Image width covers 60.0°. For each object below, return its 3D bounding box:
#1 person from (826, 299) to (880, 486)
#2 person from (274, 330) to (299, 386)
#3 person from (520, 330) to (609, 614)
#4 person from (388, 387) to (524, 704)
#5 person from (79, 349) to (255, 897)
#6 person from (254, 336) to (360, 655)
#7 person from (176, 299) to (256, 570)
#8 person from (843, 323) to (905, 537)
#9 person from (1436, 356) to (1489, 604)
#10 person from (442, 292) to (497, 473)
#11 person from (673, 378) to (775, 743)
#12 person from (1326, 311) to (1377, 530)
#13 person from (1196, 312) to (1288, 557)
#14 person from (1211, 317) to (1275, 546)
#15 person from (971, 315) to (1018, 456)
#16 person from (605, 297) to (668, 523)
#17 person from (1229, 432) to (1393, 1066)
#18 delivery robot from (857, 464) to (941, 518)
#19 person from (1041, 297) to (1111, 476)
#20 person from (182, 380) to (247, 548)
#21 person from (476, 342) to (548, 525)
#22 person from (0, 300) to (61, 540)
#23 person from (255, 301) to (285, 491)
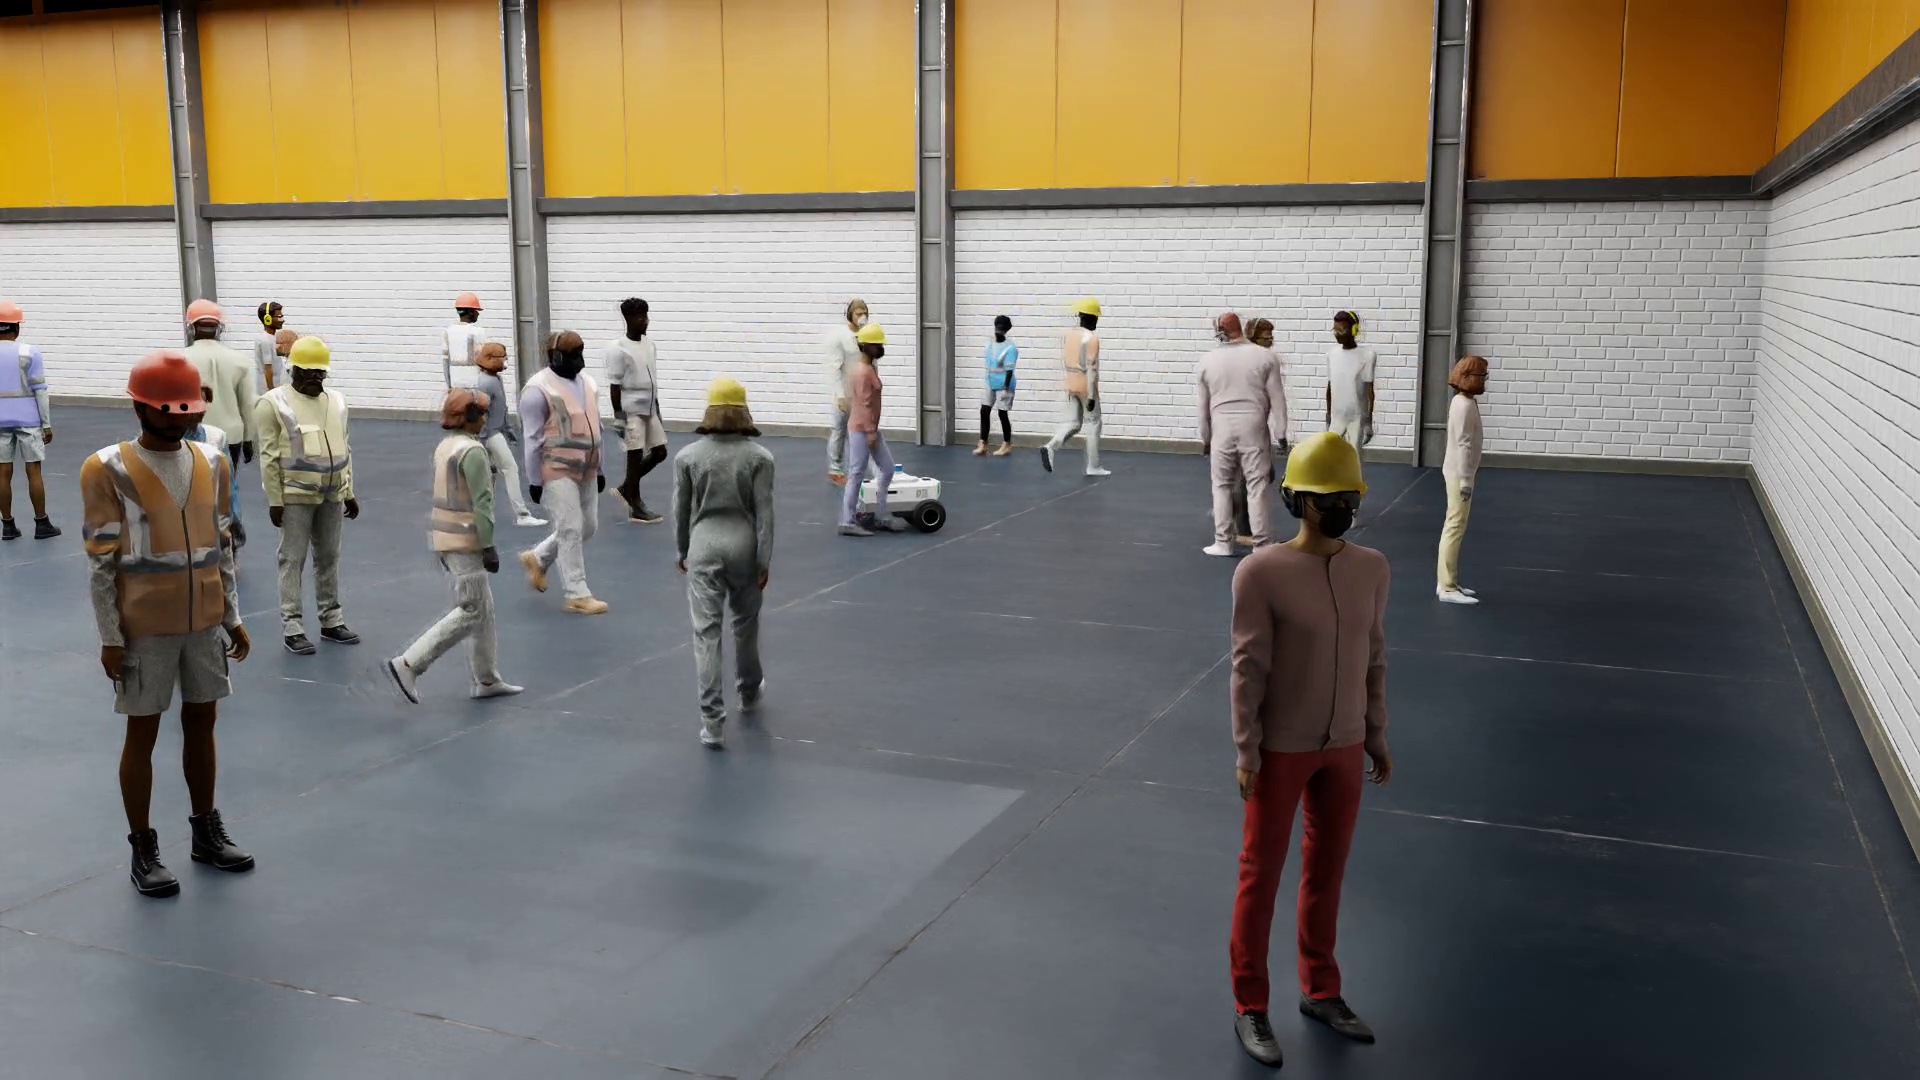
[{"bbox_3d":[-1.016,-1.432,16.487,0.632,1.884,1.033,-6,11,-33],"label":"person"},{"bbox_3d":[-6.263,-1.153,15.565,0.341,1.620,0.520,-3,10,-17],"label":"person"},{"bbox_3d":[-2.577,-0.445,10.699,0.690,1.819,0.628,5,10,26],"label":"person"},{"bbox_3d":[-2.566,0.045,8.370,0.637,1.611,0.555,-6,11,-31],"label":"person"},{"bbox_3d":[-2.806,0.286,5.948,0.375,1.928,0.542,7,11,35],"label":"person"},{"bbox_3d":[-3.743,-0.266,9.617,0.404,1.821,0.587,6,11,33],"label":"person"},{"bbox_3d":[-5.406,-0.743,12.027,0.469,1.977,0.638,9,13,43],"label":"person"},{"bbox_3d":[-0.682,-0.887,13.582,0.640,1.743,0.557,1,9,6],"label":"person"},{"bbox_3d":[3.332,-0.403,11.013,0.266,1.631,0.507,2,10,14],"label":"person"},{"bbox_3d":[-5.241,-1.669,17.772,0.551,1.933,0.369,4,10,21],"label":"person"},{"bbox_3d":[-1.123,0.075,7.950,0.505,1.675,0.922,0,9,-1],"label":"person"},{"bbox_3d":[3.270,-0.992,13.963,0.532,1.843,0.427,7,12,37],"label":"person"},{"bbox_3d":[2.199,-0.789,12.657,0.797,1.875,0.406,3,10,18],"label":"person"},{"bbox_3d":[2.283,-0.848,13.167,0.446,1.820,0.511,4,10,25],"label":"person"},{"bbox_3d":[0.420,-1.772,19.213,0.586,1.652,0.607,9,13,43],"label":"person"},{"bbox_3d":[-2.806,-1.120,14.376,0.470,1.955,0.628,5,10,26],"label":"person"},{"bbox_3d":[0.992,0.576,4.683,0.523,1.769,0.313,-4,10,-25],"label":"person"},{"bbox_3d":[-0.535,-0.395,13.943,0.707,0.478,0.477,-3,10,-15],"label":"delivery robot"},{"bbox_3d":[1.234,-1.596,17.442,0.728,1.899,0.594,-6,11,-33],"label":"person"},{"bbox_3d":[-4.055,-0.044,8.870,0.571,1.615,0.505,4,10,21],"label":"person"},{"bbox_3d":[-4.029,-0.900,14.175,0.875,1.586,0.495,-2,9,-9],"label":"person"},{"bbox_3d":[-7.654,-0.962,13.481,0.543,1.939,0.360,-2,10,-10],"label":"person"},{"bbox_3d":[-6.782,-1.413,16.422,0.317,1.870,0.523,-4,10,-23],"label":"person"}]
